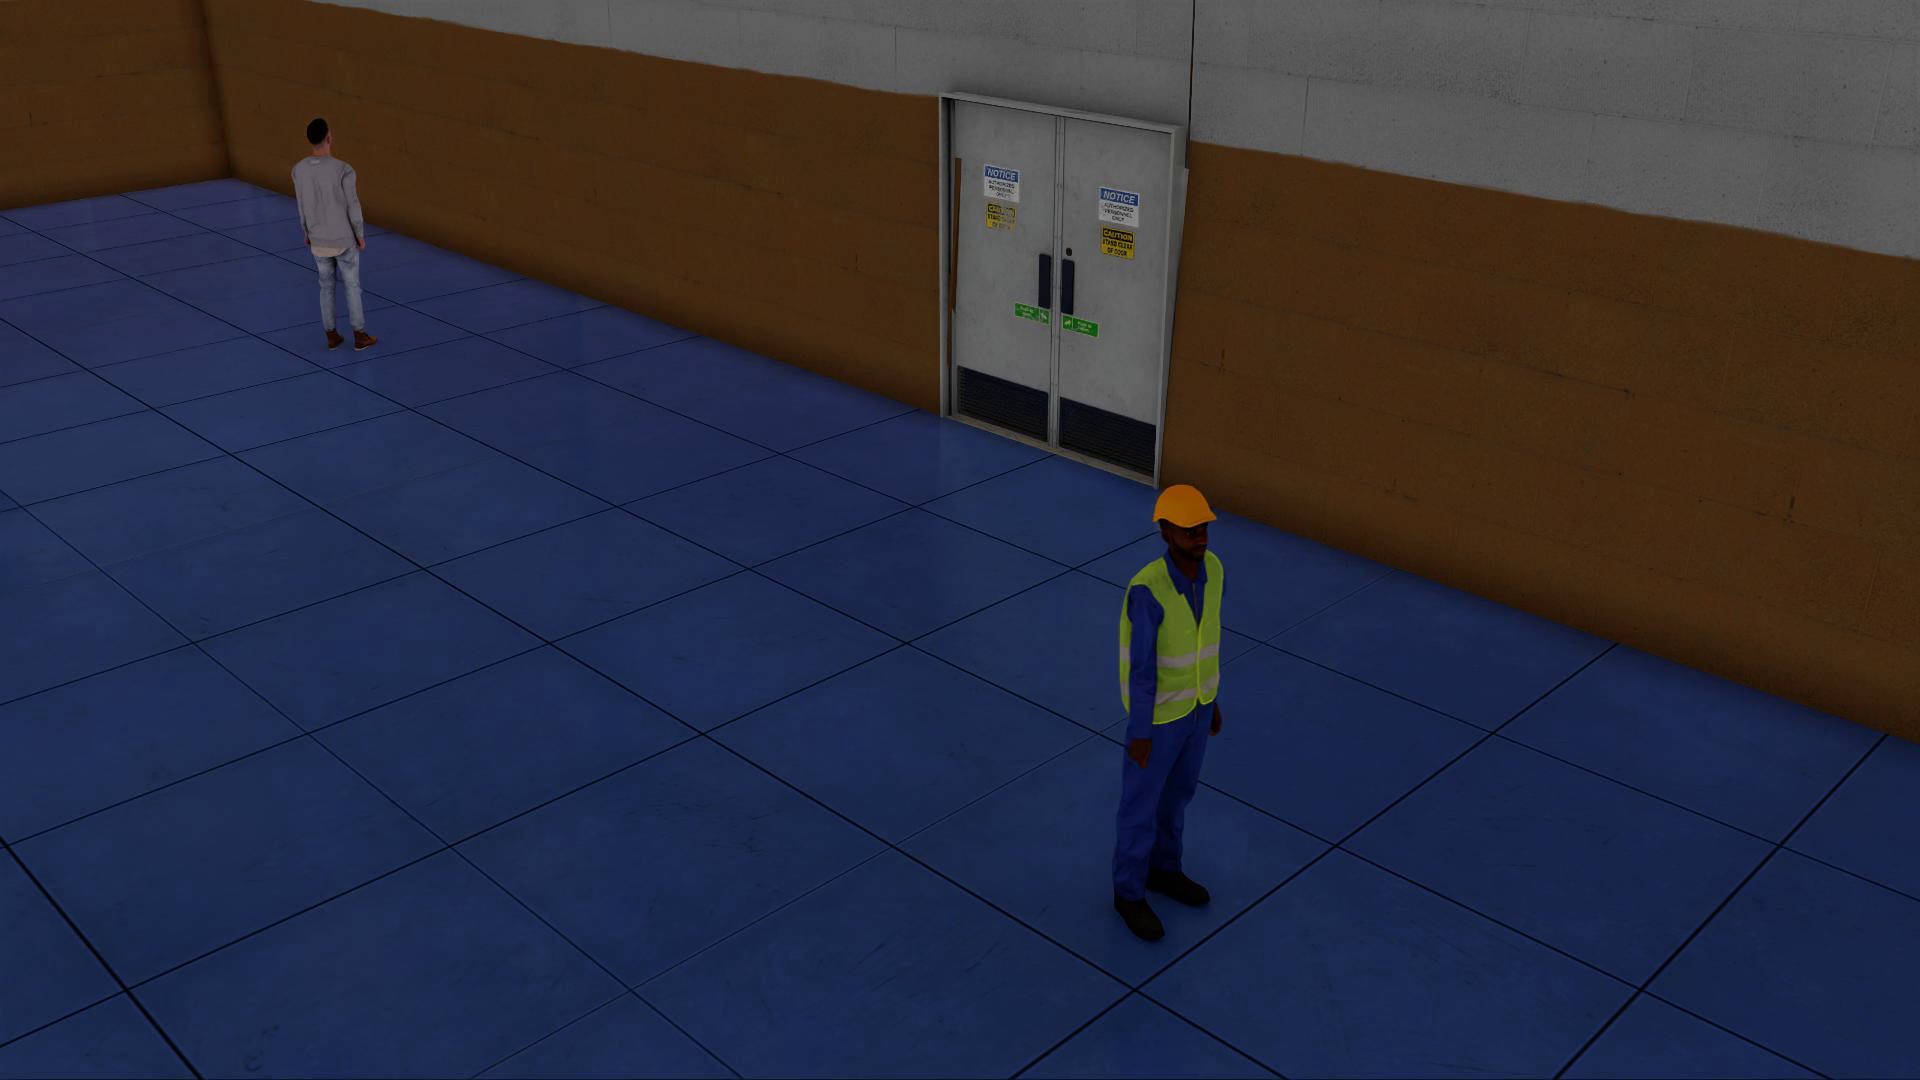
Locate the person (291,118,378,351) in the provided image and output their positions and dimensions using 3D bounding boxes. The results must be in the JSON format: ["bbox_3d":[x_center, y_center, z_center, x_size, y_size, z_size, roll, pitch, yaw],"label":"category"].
[{"bbox_3d":[-5.014,-2.435,13.300,0.743,1.837,0.777,2,24,5],"label":"person"}]

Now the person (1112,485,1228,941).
[{"bbox_3d":[0.805,0.630,6.327,0.502,1.812,0.727,-20,31,-38],"label":"person"}]
